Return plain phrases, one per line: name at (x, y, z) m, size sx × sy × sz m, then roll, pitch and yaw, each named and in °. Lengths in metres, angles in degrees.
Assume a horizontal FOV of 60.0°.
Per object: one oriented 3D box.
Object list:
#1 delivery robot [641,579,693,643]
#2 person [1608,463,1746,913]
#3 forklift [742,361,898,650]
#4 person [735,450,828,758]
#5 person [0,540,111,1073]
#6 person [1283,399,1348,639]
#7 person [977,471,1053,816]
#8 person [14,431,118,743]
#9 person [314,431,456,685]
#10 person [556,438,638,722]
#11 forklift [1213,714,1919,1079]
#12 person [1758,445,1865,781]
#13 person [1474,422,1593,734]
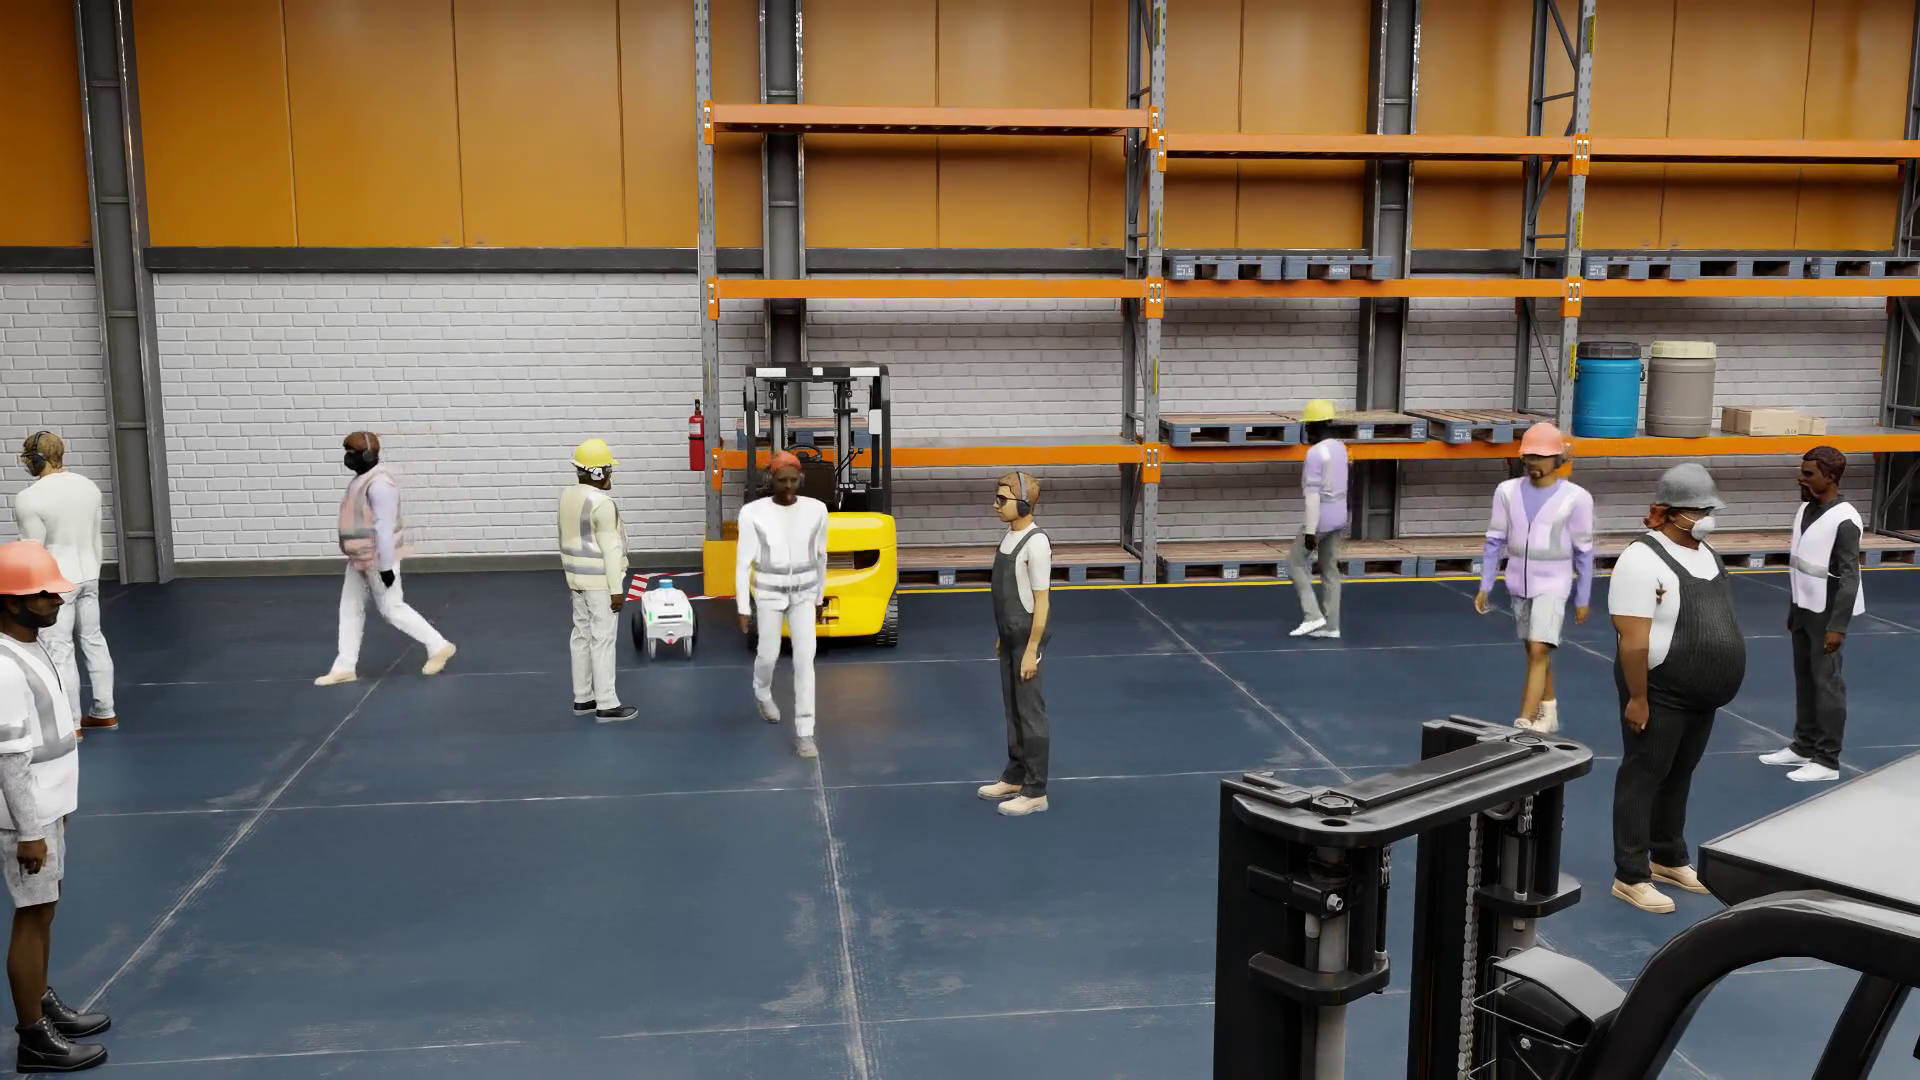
delivery robot at (-2.233, 0.545, 12.653) m, size 0.477 × 0.478 × 0.707 m, roll -2°, pitch 9°, yaw -14°
person at (3.296, 0.660, 7.604) m, size 0.682 × 2.000 × 0.537 m, roll -7°, pitch 12°, yaw -38°
forklift at (-1.154, -0.340, 13.365) m, size 1.214 × 2.155 × 2.313 m, roll -1°, pitch 9°, yaw -7°
person at (-1.110, 0.342, 10.254) m, size 0.587 × 1.841 × 0.977 m, roll -3°, pitch 10°, yaw -18°
person at (-3.346, 0.960, 6.051) m, size 0.357 × 1.937 × 0.551 m, roll -4°, pitch 10°, yaw -22°
person at (2.818, -0.155, 13.105) m, size 0.494 × 1.908 × 0.605 m, roll 8°, pitch 12°, yaw 40°
person at (0.314, 0.547, 8.917) m, size 0.346 × 1.846 × 0.506 m, roll -3°, pitch 10°, yaw -18°
person at (-5.541, 0.289, 10.279) m, size 0.371 × 1.933 × 0.632 m, roll 2°, pitch 9°, yaw 14°
person at (-4.087, 0.120, 11.747) m, size 0.914 × 1.815 × 0.631 m, roll -7°, pitch 11°, yaw -35°
person at (-2.347, 0.258, 10.756) m, size 0.404 × 1.831 × 0.600 m, roll -9°, pitch 12°, yaw -43°
forklift at (1.441, 1.425, 2.350) m, size 1.214 × 2.155 × 2.313 m, roll -7°, pitch 12°, yaw -39°
person at (4.914, 0.420, 9.489) m, size 0.396 × 1.916 × 0.590 m, roll 1°, pitch 9°, yaw 3°
person at (3.449, 0.289, 10.043) m, size 1.043 × 1.989 × 0.615 m, roll -8°, pitch 12°, yaw -41°
